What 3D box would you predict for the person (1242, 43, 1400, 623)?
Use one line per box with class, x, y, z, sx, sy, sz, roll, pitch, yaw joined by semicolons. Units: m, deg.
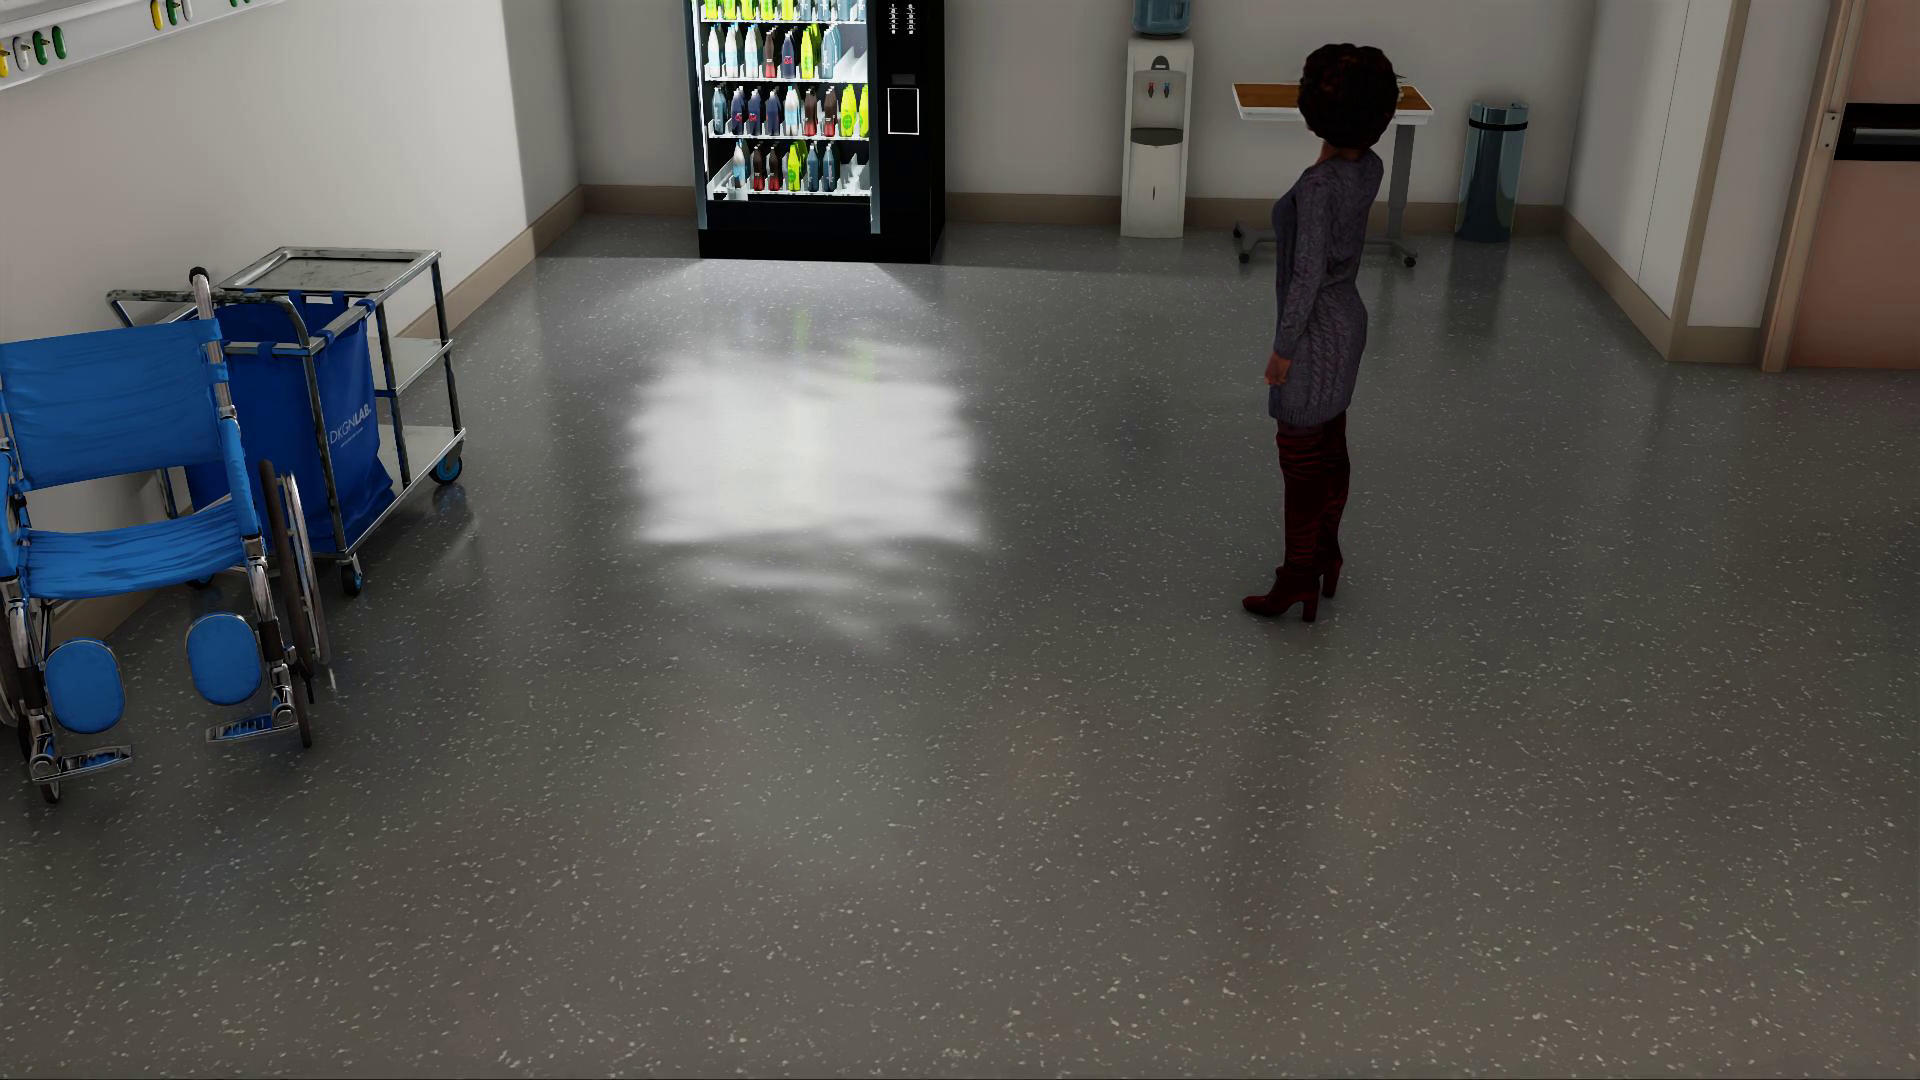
person;1.060;-0.580;4.892;0.668;1.711;0.658;17;30;31
